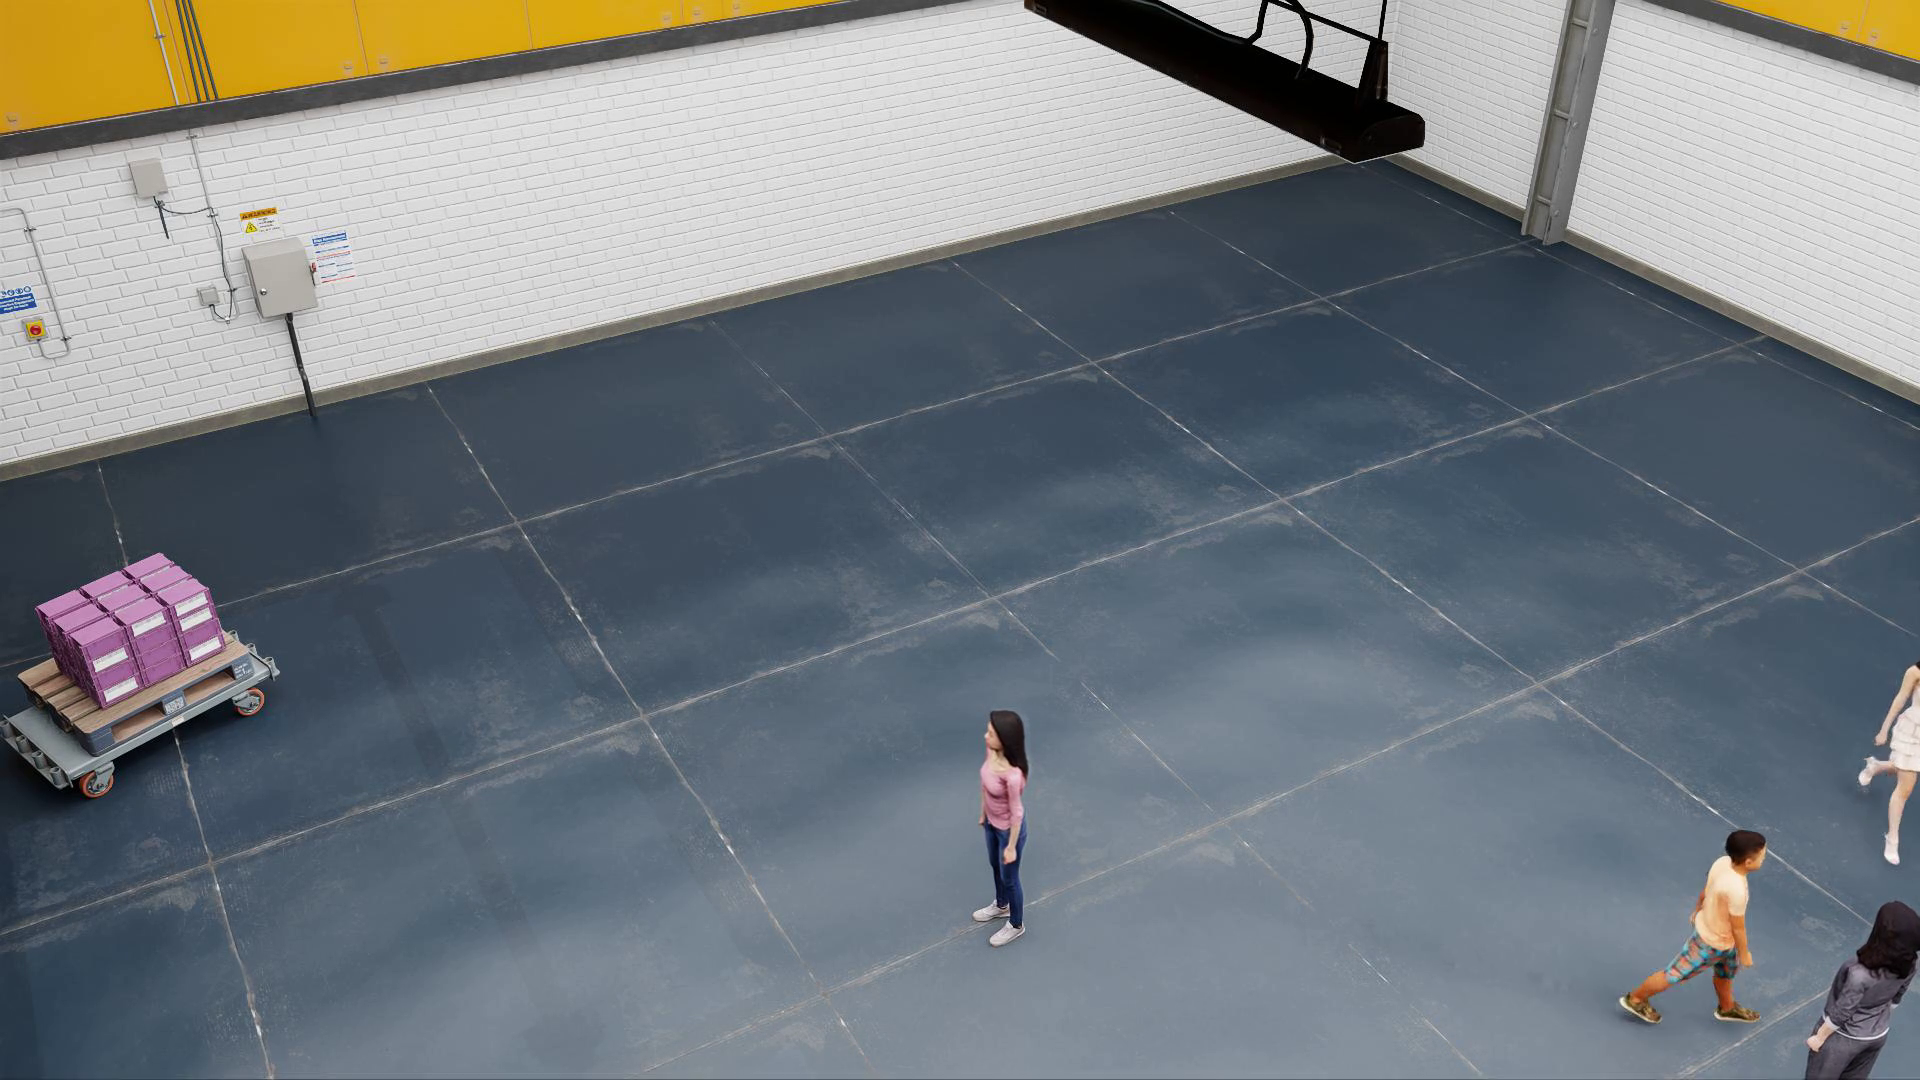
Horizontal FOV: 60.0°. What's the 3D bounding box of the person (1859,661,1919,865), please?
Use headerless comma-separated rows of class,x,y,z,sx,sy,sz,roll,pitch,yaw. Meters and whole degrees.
person,6.148,1.227,10.715,0.983,1.701,1.111,4,34,6

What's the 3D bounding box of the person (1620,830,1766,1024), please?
person,4.197,2.237,9.446,1.028,1.425,0.967,9,35,13

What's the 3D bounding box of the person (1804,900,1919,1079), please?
person,4.646,2.559,8.653,0.640,1.764,0.576,-10,35,-15

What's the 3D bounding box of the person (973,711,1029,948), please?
person,0.262,1.711,9.950,0.666,1.742,0.467,-12,36,-18
